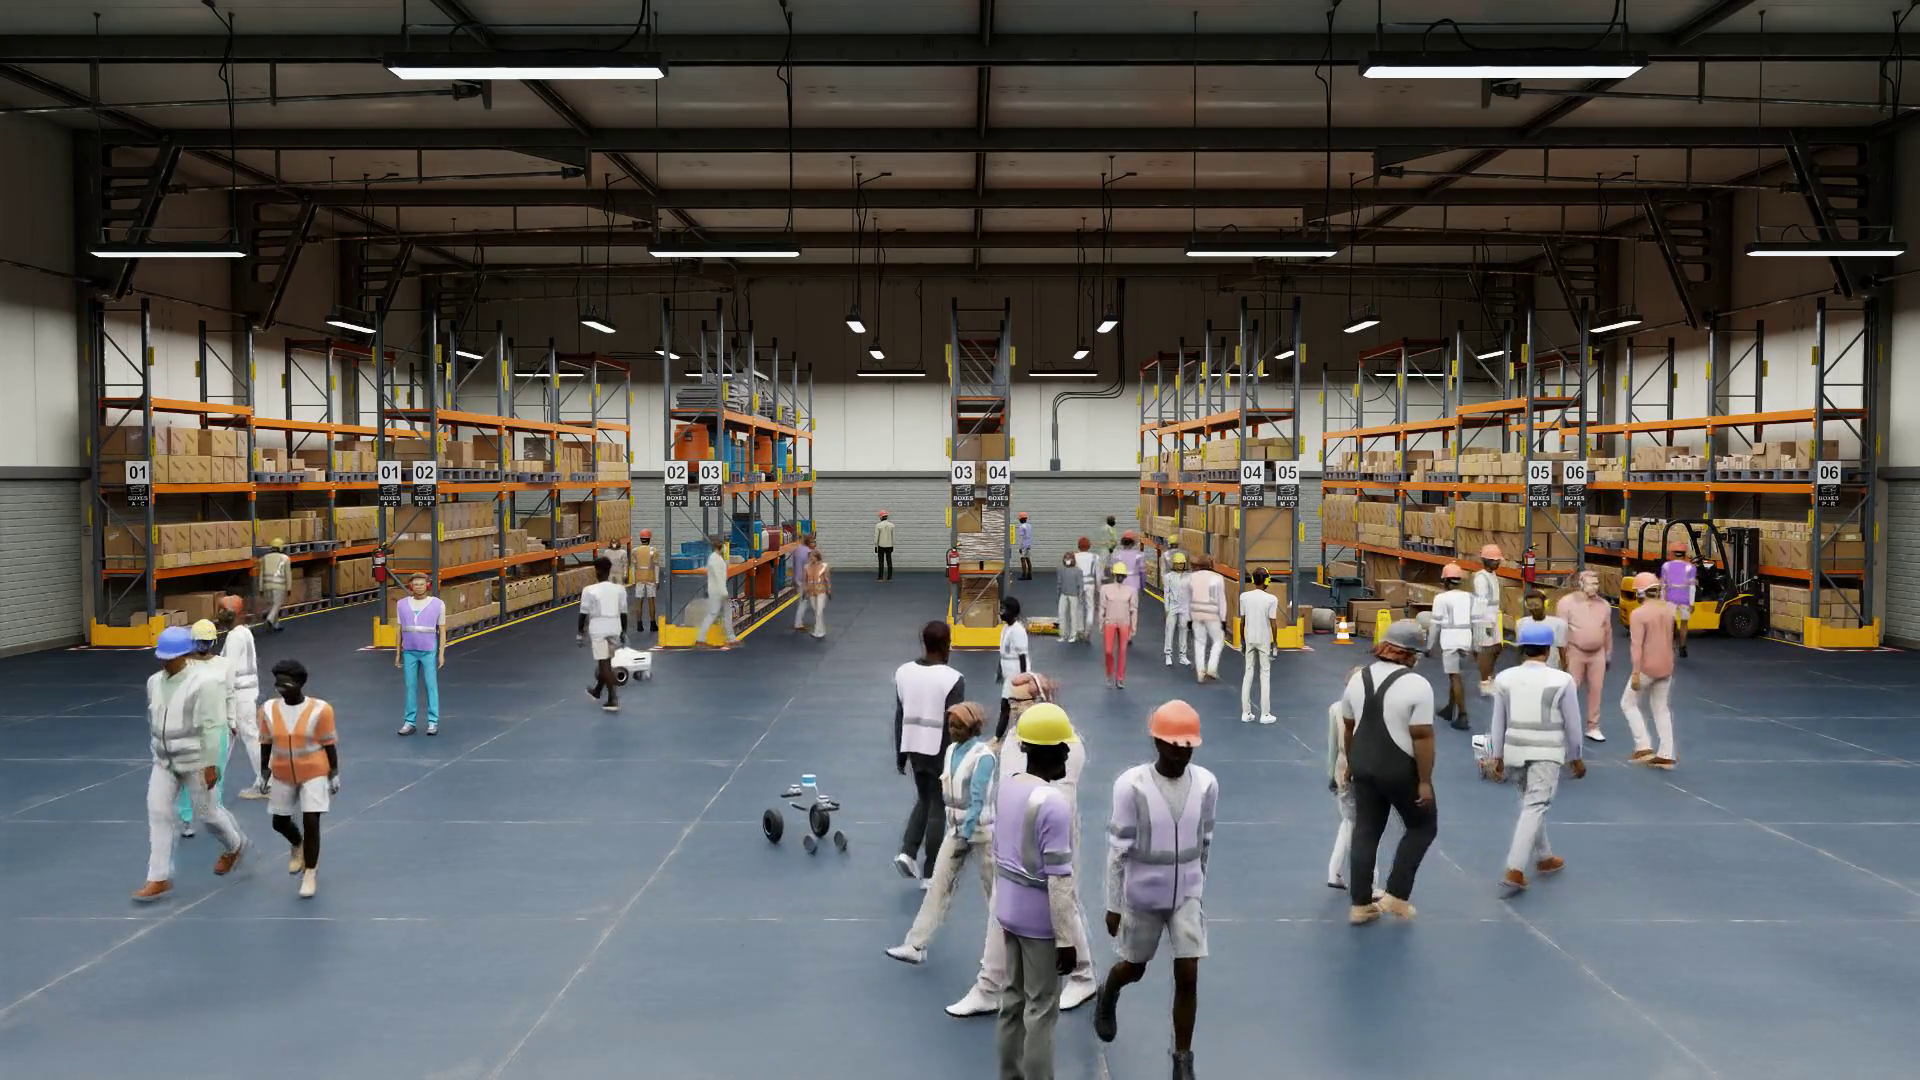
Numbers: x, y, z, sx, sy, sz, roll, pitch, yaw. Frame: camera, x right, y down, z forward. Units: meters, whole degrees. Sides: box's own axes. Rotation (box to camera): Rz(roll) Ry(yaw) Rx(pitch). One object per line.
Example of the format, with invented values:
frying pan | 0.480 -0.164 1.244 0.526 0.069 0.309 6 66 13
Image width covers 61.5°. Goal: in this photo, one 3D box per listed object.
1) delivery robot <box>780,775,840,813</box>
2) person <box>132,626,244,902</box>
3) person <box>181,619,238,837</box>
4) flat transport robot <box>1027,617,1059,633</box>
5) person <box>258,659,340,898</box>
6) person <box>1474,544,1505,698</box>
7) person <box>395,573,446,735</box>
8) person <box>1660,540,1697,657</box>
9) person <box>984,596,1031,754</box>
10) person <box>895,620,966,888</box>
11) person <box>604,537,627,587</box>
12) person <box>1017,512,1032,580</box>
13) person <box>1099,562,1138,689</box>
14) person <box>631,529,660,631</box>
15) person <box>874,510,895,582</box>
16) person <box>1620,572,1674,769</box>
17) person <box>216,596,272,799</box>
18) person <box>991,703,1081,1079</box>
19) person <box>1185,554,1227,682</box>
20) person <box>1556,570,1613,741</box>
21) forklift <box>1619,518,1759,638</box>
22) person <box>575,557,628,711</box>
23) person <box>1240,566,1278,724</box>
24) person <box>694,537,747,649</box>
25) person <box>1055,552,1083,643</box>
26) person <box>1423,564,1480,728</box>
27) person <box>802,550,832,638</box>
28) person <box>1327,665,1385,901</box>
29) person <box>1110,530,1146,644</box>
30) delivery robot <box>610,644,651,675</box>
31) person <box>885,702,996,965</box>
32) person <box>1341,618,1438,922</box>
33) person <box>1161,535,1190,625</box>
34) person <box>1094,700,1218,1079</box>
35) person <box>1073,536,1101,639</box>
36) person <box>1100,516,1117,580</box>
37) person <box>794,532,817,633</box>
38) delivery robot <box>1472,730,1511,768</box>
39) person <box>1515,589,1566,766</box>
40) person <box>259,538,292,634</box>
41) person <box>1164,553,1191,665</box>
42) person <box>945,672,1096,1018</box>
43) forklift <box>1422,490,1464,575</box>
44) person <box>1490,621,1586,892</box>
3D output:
delivery robot | -1.204 1.990 12.866 0.335 0.223 0.698 -1 3 -31
person | -5.442 1.539 11.462 0.630 1.911 0.866 1 2 14
person | -6.211 1.530 13.283 0.310 1.766 0.535 2 3 43
flat transport robot | 1.599 1.600 30.595 0.652 0.197 1.431 0 2 1
person | -4.650 1.650 11.439 0.558 1.670 0.599 0 2 -4
person | 7.072 1.070 21.546 0.421 2.030 0.670 1 3 33
person | -6.148 1.287 18.410 0.570 1.842 0.379 0 2 1
person | 11.566 0.953 26.049 0.548 1.915 0.831 2 3 37
person | 0.487 1.429 17.082 0.817 1.655 0.550 0 2 -12
person | -0.197 1.528 11.557 0.620 1.903 0.445 2 3 38
person | -7.392 0.748 34.606 0.498 1.632 0.278 0 2 -3
person | 1.801 0.169 45.586 0.386 1.928 0.548 2 3 34
person | 2.184 1.177 22.217 0.539 1.747 0.578 0 2 1
person | -5.961 0.756 30.641 0.542 1.938 0.358 0 2 3
person | -2.114 0.162 45.015 0.615 1.987 0.407 -1 3 -31
person | 6.944 1.312 16.272 0.698 1.966 0.549 -1 3 -30
person | -6.682 1.436 14.646 0.910 1.846 0.582 -1 2 -22
person | 0.353 1.690 7.230 0.384 1.928 0.589 -1 3 -25
person | 3.513 1.114 22.990 0.660 1.824 0.465 2 3 35
person | 6.991 1.275 18.094 0.658 1.890 0.636 0 2 -4
forklift | 13.417 0.684 29.791 2.313 2.155 1.214 0 2 0
person | -4.572 1.174 20.494 0.614 1.902 1.031 -2 3 -43
person | 3.573 1.247 19.301 0.503 1.862 0.330 2 3 35
person | -4.100 0.902 27.395 0.871 1.907 0.639 0 2 -1
person | 1.885 1.011 28.265 0.521 1.598 0.768 1 2 22
person | 5.785 1.234 19.057 0.556 1.896 0.921 -1 2 -21
person | -2.605 0.986 29.038 0.510 1.595 0.874 1 2 22
person | 2.790 1.681 11.191 0.385 1.628 0.523 -1 3 -33
person | 2.953 0.822 28.395 0.609 1.995 1.062 0 2 9
delivery robot | -4.751 1.717 22.957 0.707 0.478 0.477 -2 3 -44
person | -0.016 1.764 9.592 0.844 1.592 0.504 -2 3 -34
person | 2.833 1.521 10.637 0.562 2.000 0.805 -2 3 -36
person | 4.221 0.798 31.590 0.601 1.788 0.941 0 2 -2
person | 0.939 1.688 7.910 0.559 1.900 0.881 -1 2 -15
person | 2.229 0.864 28.936 0.582 1.866 0.743 0 2 5
person | 4.309 0.231 45.472 0.916 1.800 0.622 1 3 29
person | -2.880 0.799 30.187 0.462 1.890 0.727 -1 2 -20
delivery robot | 5.353 2.006 15.681 0.707 0.478 0.477 -1 2 -13
person | 5.854 1.395 16.264 0.510 1.813 0.679 1 3 29
person | -12.730 0.856 29.912 0.608 1.800 0.824 0 2 6
person | 3.410 1.069 25.151 0.483 1.745 0.302 -1 2 -13
person | 0.381 1.658 8.816 0.875 1.869 0.644 -2 3 -36
forklift | 13.926 -0.371 47.846 1.873 2.768 1.129 0 2 0
person | 4.122 1.536 11.595 1.011 1.904 0.600 -2 3 -41
